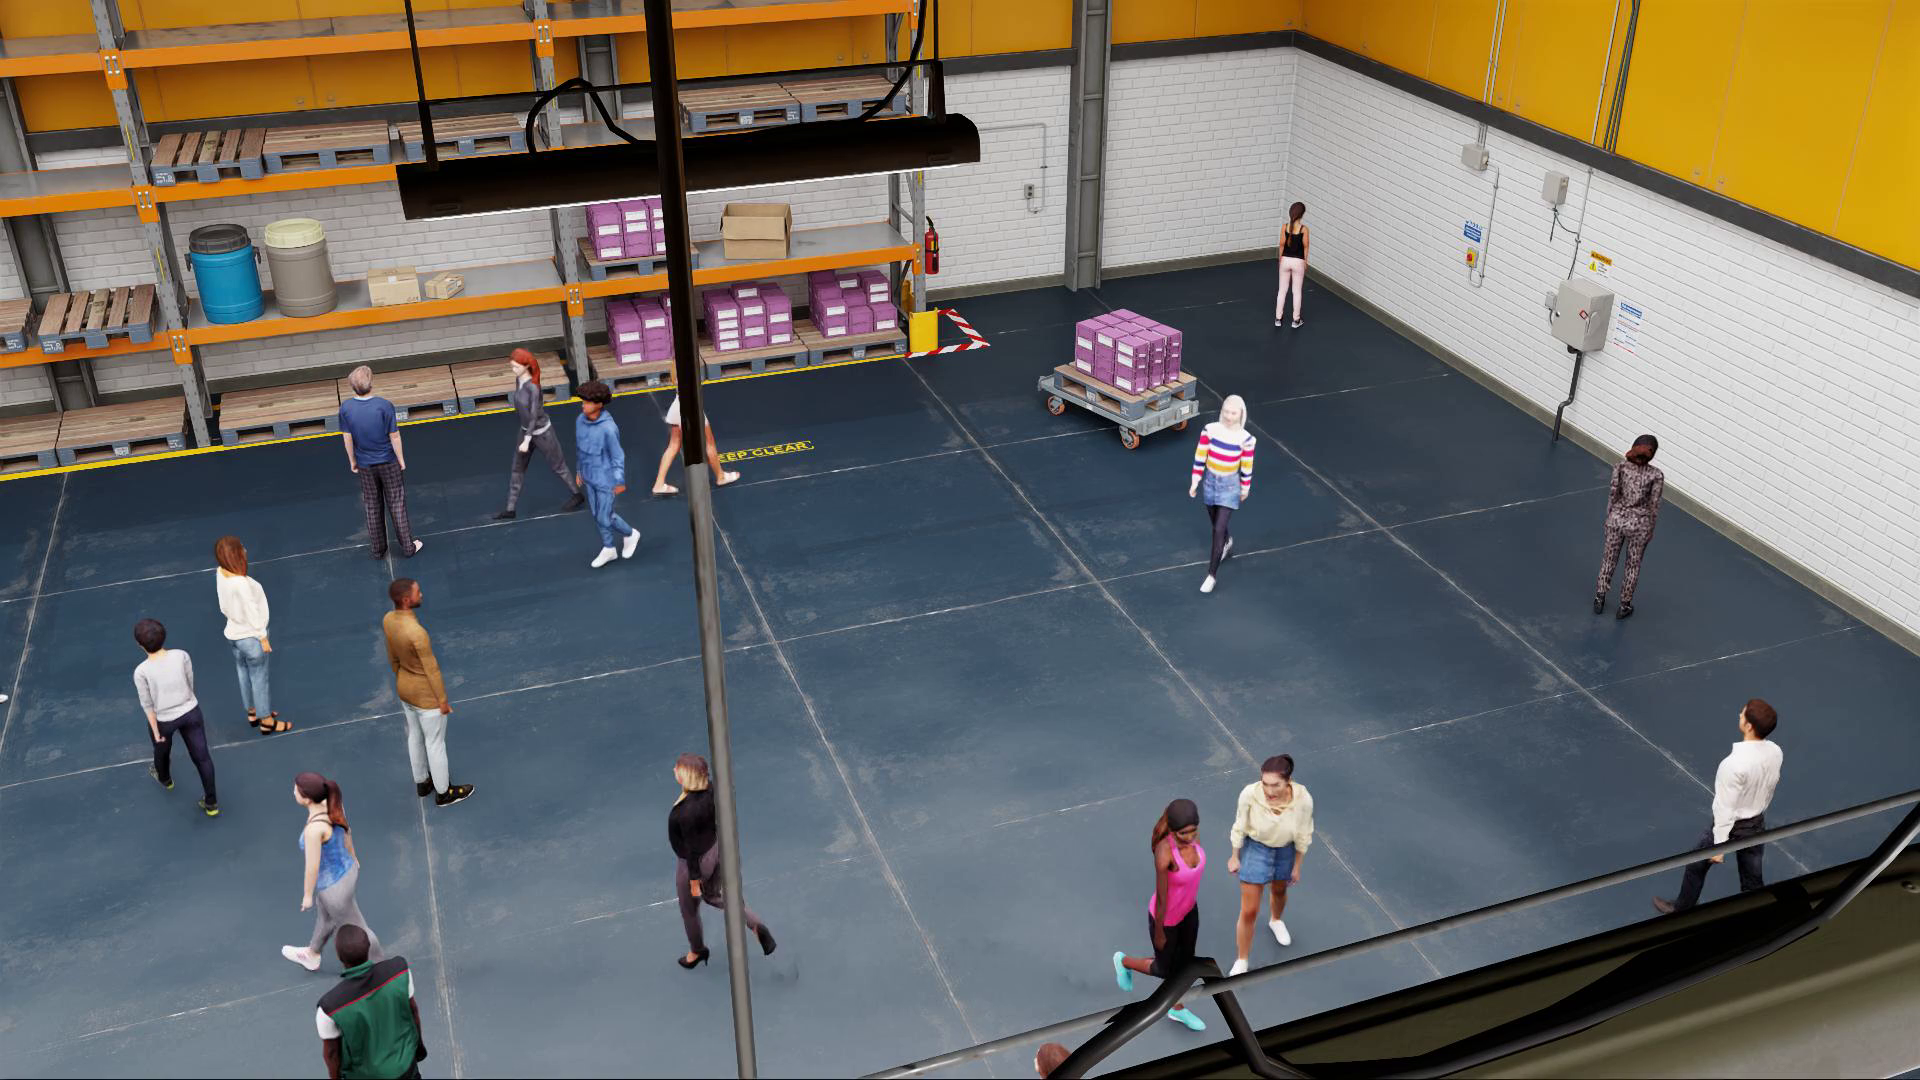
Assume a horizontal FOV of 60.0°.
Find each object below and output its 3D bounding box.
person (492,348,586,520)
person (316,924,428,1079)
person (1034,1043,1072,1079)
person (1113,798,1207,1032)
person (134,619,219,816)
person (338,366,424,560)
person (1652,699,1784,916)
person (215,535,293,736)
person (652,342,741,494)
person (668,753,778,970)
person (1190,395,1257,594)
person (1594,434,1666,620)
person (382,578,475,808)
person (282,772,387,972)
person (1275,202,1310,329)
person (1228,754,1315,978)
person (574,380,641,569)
[{"bbox_3d":[-3.937,-0.996,15.787,1.192,1.719,0.878,-23,36,-35],"label":"person"},{"bbox_3d":[-3.046,2.771,8.761,0.688,1.836,0.823,-25,38,-38],"label":"person"},{"bbox_3d":[0.491,3.115,8.893,0.558,1.106,0.534,5,29,9],"label":"person"},{"bbox_3d":[1.203,2.203,9.934,0.822,1.709,0.886,22,36,35],"label":"person"},{"bbox_3d":[-5.528,1.293,11.799,0.989,1.521,0.861,-24,37,-37],"label":"person"},{"bbox_3d":[-5.285,-0.702,15.092,0.573,1.871,0.774,-2,29,-4],"label":"person"},{"bbox_3d":[4.933,1.889,10.388,1.179,1.825,0.821,-13,31,-23],"label":"person"},{"bbox_3d":[-5.445,0.718,12.686,0.699,1.682,0.685,25,38,38],"label":"person"},{"bbox_3d":[-2.742,-1.192,16.220,1.170,1.650,0.747,-16,33,-27],"label":"person"},{"bbox_3d":[-1.519,2.040,10.293,0.998,1.652,0.869,6,29,11],"label":"person"},{"bbox_3d":[2.354,-0.487,14.803,1.106,1.770,1.230,16,33,27],"label":"person"},{"bbox_3d":[5.710,-0.127,14.200,0.680,1.714,0.725,18,33,29],"label":"person"},{"bbox_3d":[-3.859,1.083,11.877,0.721,1.816,0.733,20,34,32],"label":"person"},{"bbox_3d":[-3.771,2.106,10.243,1.027,1.583,0.788,0,29,0],"label":"person"},{"bbox_3d":[4.063,-3.369,20.300,0.611,1.566,0.674,12,31,20],"label":"person"},{"bbox_3d":[1.958,1.961,10.497,0.958,1.594,0.929,-3,29,-5],"label":"person"},{"bbox_3d":[-3.180,-0.613,15.003,0.821,1.799,0.864,23,36,36],"label":"person"}]
